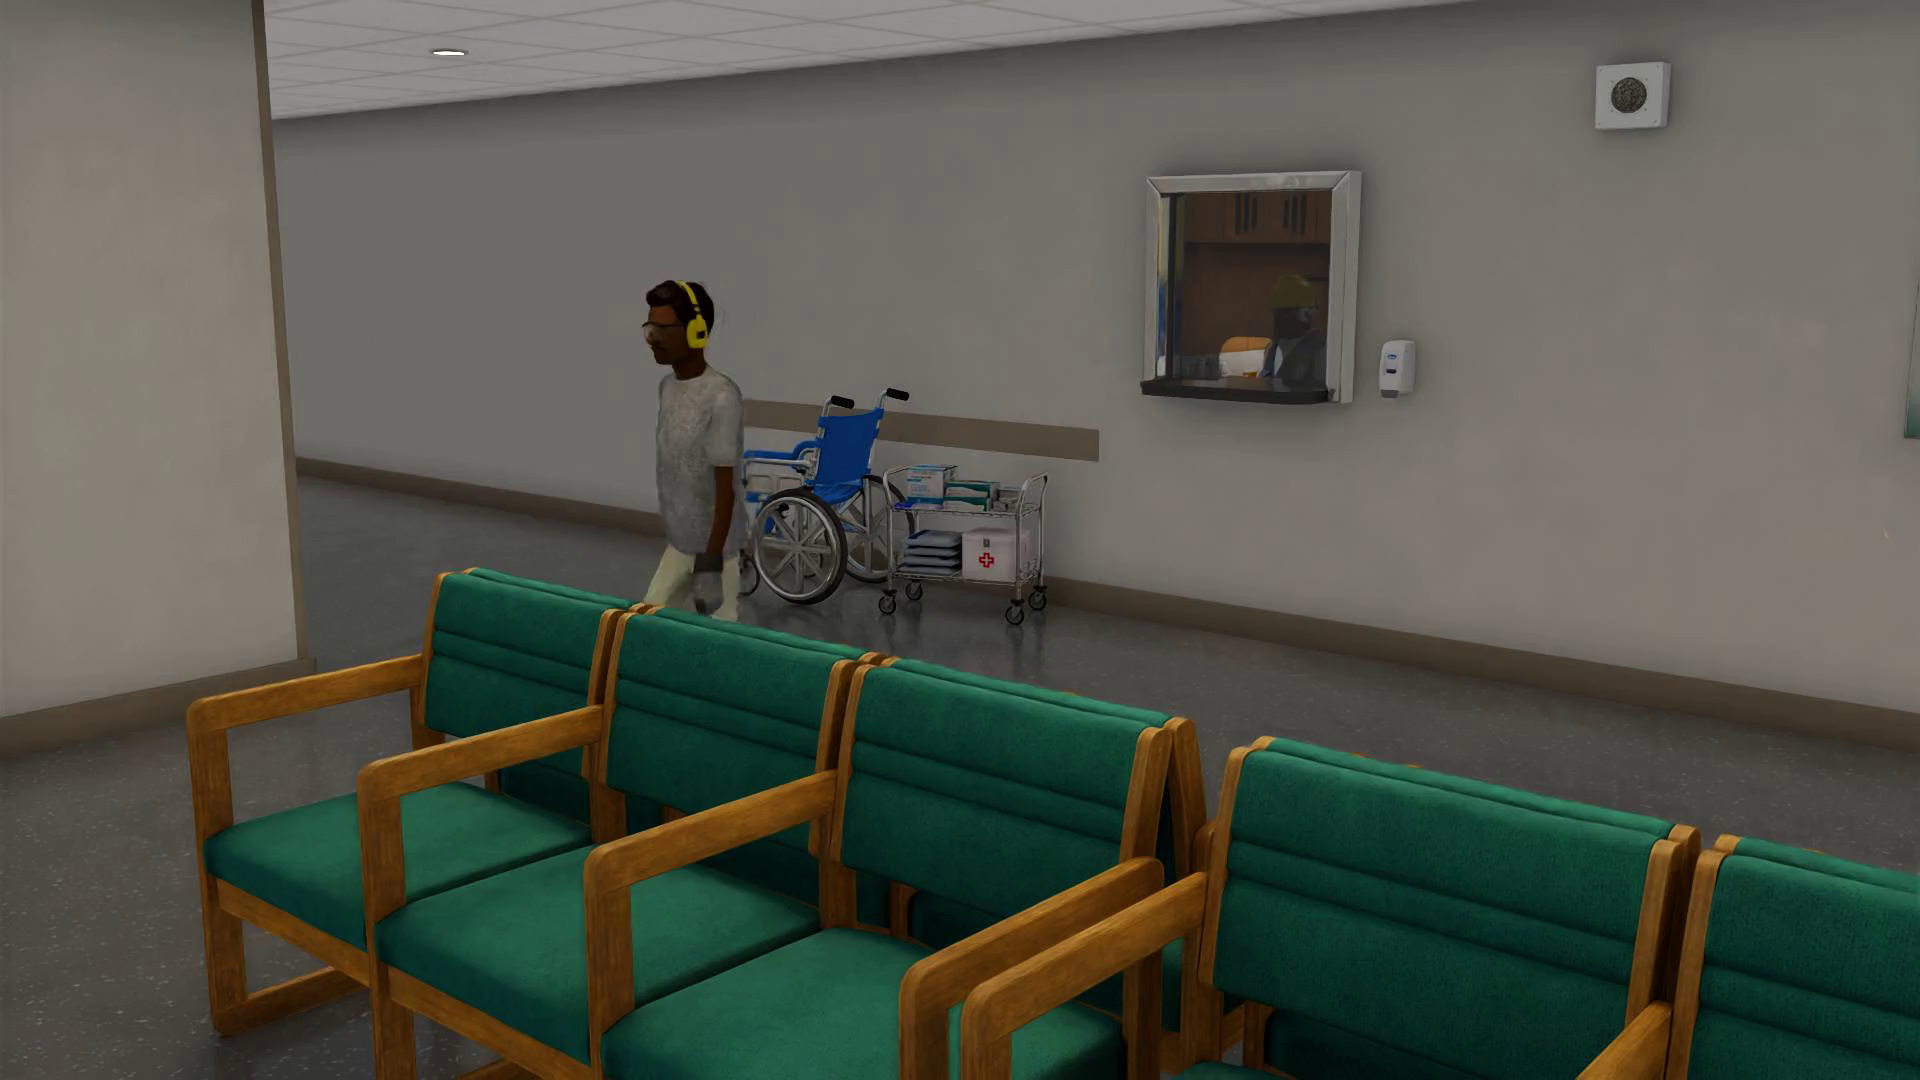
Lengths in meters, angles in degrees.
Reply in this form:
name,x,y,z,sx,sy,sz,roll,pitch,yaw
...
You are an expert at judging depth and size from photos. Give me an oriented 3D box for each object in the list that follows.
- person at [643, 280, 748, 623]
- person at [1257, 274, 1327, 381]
name,x,y,z,sx,sy,sz,roll,pitch,yaw
person,-0.965,0.063,5.596,0.672,1.847,0.563,-8,13,-39
person,1.811,-0.520,9.006,0.408,1.823,0.589,-4,11,-23
